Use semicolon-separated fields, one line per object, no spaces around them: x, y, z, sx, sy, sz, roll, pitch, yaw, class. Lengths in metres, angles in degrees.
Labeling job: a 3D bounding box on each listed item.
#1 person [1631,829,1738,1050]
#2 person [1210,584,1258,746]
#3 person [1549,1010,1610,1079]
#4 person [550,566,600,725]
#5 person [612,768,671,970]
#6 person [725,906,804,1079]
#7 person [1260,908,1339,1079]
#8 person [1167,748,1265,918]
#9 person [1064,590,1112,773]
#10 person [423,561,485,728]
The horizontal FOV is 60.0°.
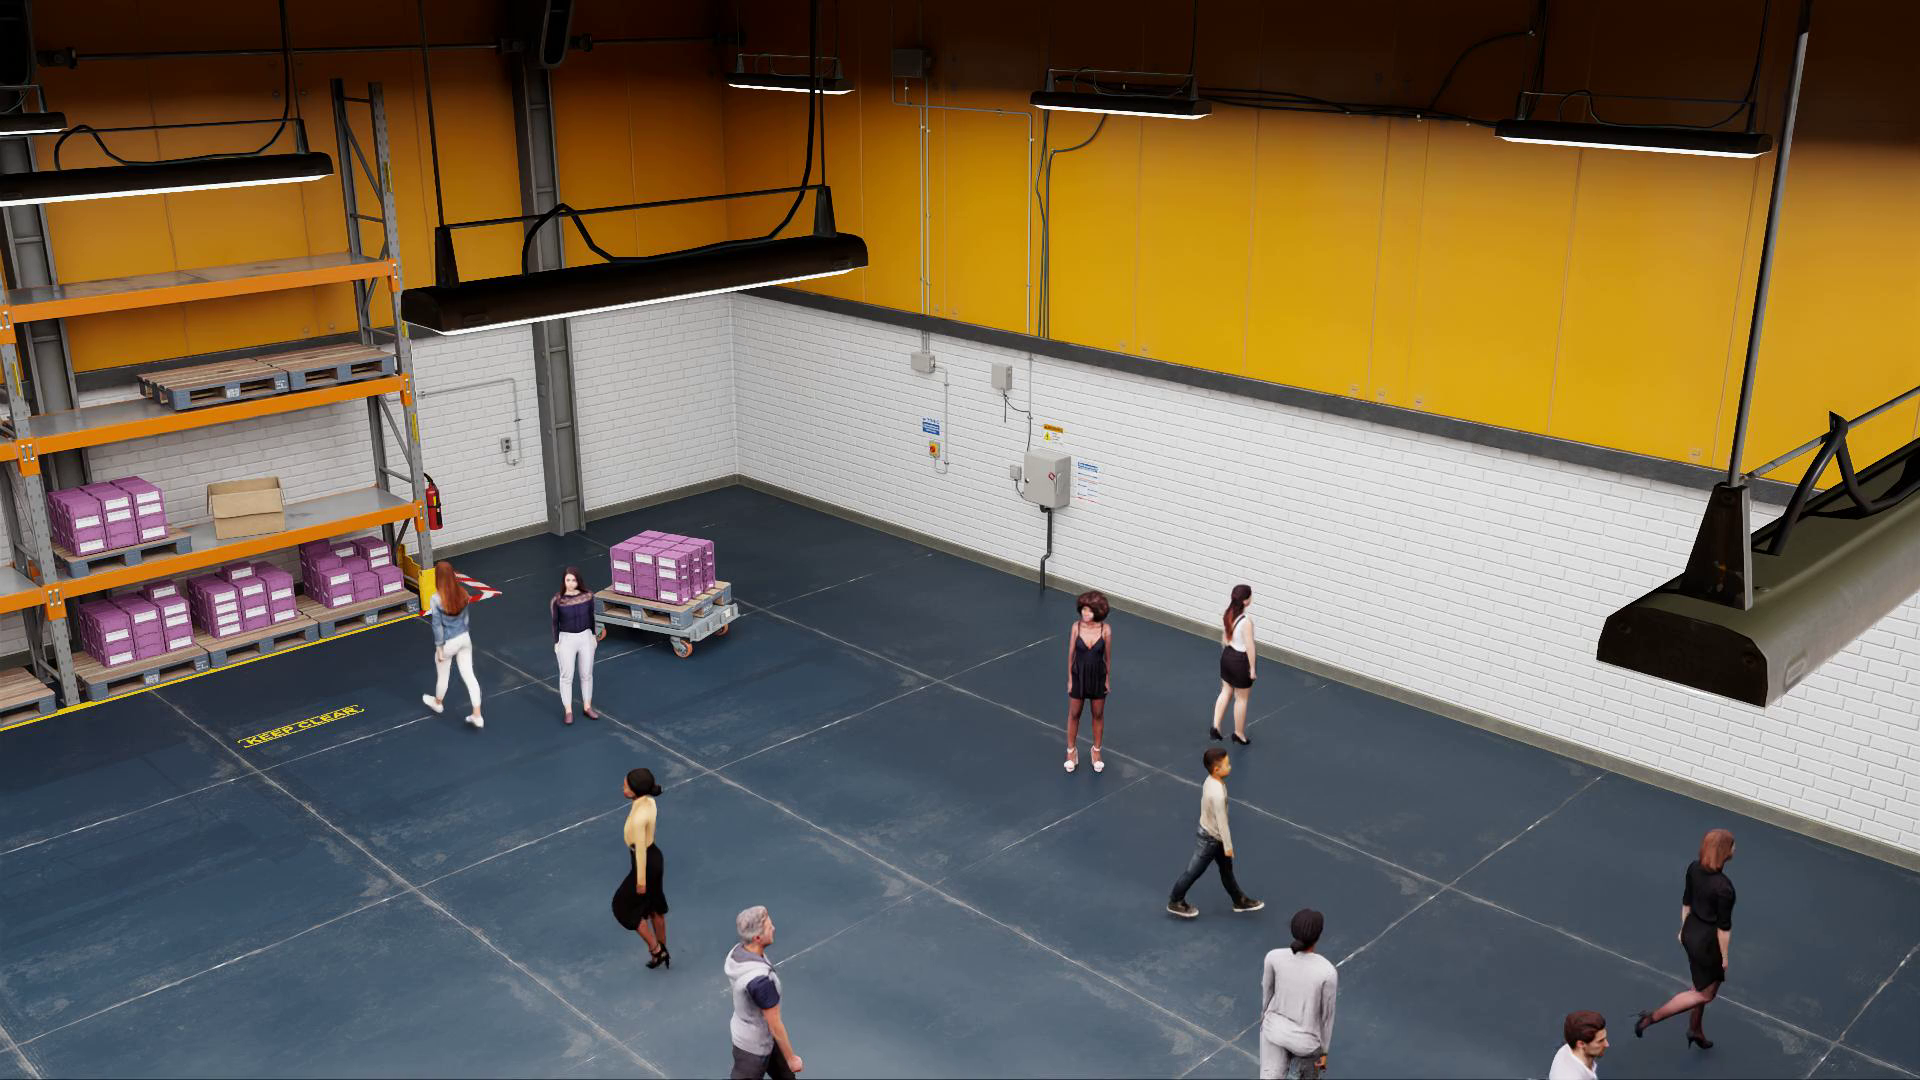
4.942;2.750;11.225;0.995;1.685;0.891;-3;19;-8;person
2.617;1.198;15.893;0.654;1.647;0.630;-12;22;-31;person
3.207;3.390;9.115;0.984;1.817;1.234;9;21;26;person
-3.800;1.029;16.458;0.569;1.607;0.717;-9;21;-26;person
-2.233;2.441;12.203;0.794;1.646;0.729;1;19;4;person
-1.339;3.095;10.056;1.348;1.777;1.110;-5;19;-15;person
2.012;3.091;10.184;0.927;1.702;1.214;8;20;23;person
1.886;2.311;12.932;1.012;1.427;0.986;1;19;4;person
1.192;1.296;15.381;0.680;1.787;0.733;1;19;3;person
-4.898;1.061;16.287;0.757;1.654;1.062;15;24;37;person
